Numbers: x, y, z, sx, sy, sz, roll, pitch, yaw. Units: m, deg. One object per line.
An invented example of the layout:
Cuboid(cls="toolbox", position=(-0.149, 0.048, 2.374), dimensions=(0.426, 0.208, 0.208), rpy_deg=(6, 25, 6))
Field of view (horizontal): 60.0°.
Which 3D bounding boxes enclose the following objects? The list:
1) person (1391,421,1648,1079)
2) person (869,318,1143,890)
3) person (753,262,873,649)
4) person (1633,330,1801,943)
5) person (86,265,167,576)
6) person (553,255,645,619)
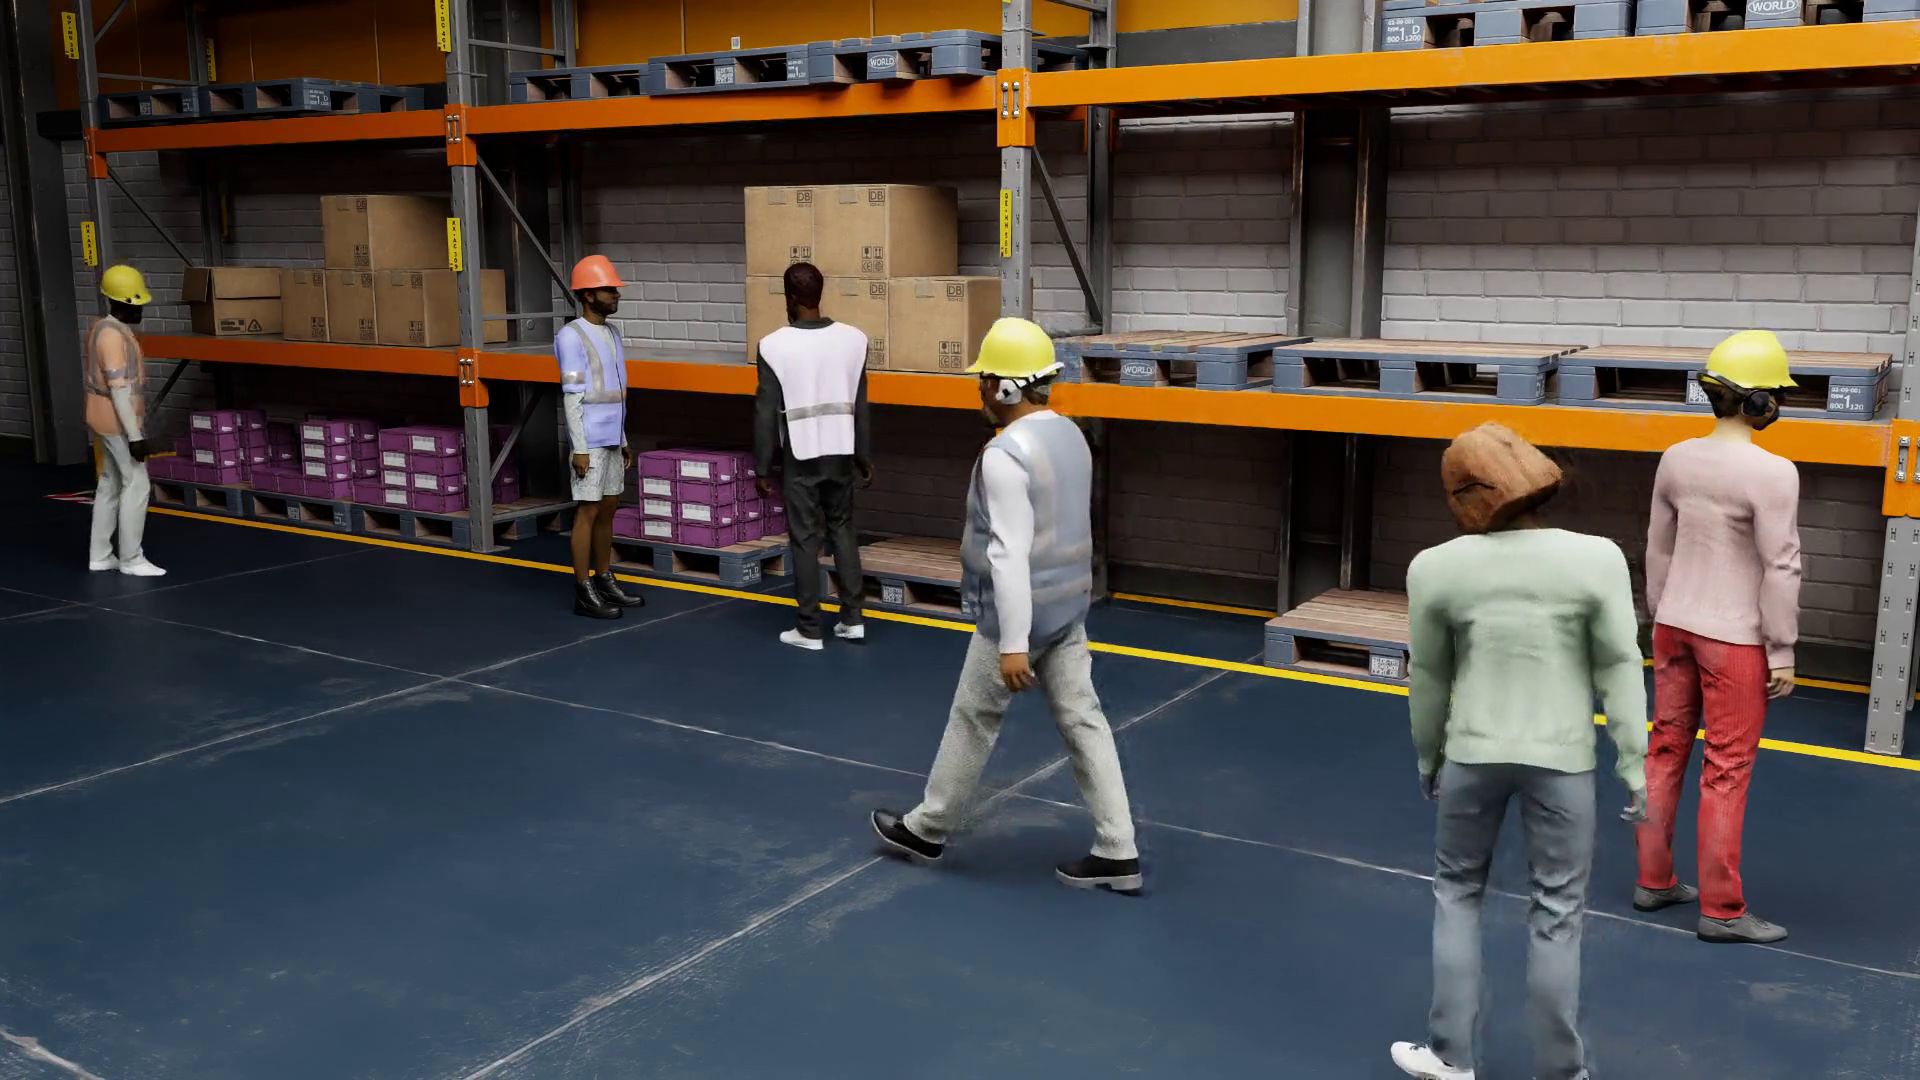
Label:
Cuboid(cls="person", position=(1.348, 0.533, 3.875), dimensions=(0.627, 1.610, 0.315), rpy_deg=(5, 12, 28))
Cuboid(cls="person", position=(0.171, 0.205, 5.200), dimensions=(0.952, 1.782, 0.614), rpy_deg=(6, 12, 29))
Cuboid(cls="person", position=(-0.709, -0.401, 8.206), dimensions=(0.624, 1.910, 0.396), rpy_deg=(-6, 12, -30))
Cuboid(cls="person", position=(2.218, 0.279, 4.847), dimensions=(0.326, 1.769, 0.524), rpy_deg=(-3, 11, -18))
Cuboid(cls="person", position=(-5.052, -0.696, 9.965), dimensions=(0.494, 1.878, 0.669), rpy_deg=(-5, 11, -24))
Cuboid(cls="person", position=(-1.937, -0.553, 8.970), dimensions=(0.351, 1.942, 0.547), rpy_deg=(3, 11, 15))
